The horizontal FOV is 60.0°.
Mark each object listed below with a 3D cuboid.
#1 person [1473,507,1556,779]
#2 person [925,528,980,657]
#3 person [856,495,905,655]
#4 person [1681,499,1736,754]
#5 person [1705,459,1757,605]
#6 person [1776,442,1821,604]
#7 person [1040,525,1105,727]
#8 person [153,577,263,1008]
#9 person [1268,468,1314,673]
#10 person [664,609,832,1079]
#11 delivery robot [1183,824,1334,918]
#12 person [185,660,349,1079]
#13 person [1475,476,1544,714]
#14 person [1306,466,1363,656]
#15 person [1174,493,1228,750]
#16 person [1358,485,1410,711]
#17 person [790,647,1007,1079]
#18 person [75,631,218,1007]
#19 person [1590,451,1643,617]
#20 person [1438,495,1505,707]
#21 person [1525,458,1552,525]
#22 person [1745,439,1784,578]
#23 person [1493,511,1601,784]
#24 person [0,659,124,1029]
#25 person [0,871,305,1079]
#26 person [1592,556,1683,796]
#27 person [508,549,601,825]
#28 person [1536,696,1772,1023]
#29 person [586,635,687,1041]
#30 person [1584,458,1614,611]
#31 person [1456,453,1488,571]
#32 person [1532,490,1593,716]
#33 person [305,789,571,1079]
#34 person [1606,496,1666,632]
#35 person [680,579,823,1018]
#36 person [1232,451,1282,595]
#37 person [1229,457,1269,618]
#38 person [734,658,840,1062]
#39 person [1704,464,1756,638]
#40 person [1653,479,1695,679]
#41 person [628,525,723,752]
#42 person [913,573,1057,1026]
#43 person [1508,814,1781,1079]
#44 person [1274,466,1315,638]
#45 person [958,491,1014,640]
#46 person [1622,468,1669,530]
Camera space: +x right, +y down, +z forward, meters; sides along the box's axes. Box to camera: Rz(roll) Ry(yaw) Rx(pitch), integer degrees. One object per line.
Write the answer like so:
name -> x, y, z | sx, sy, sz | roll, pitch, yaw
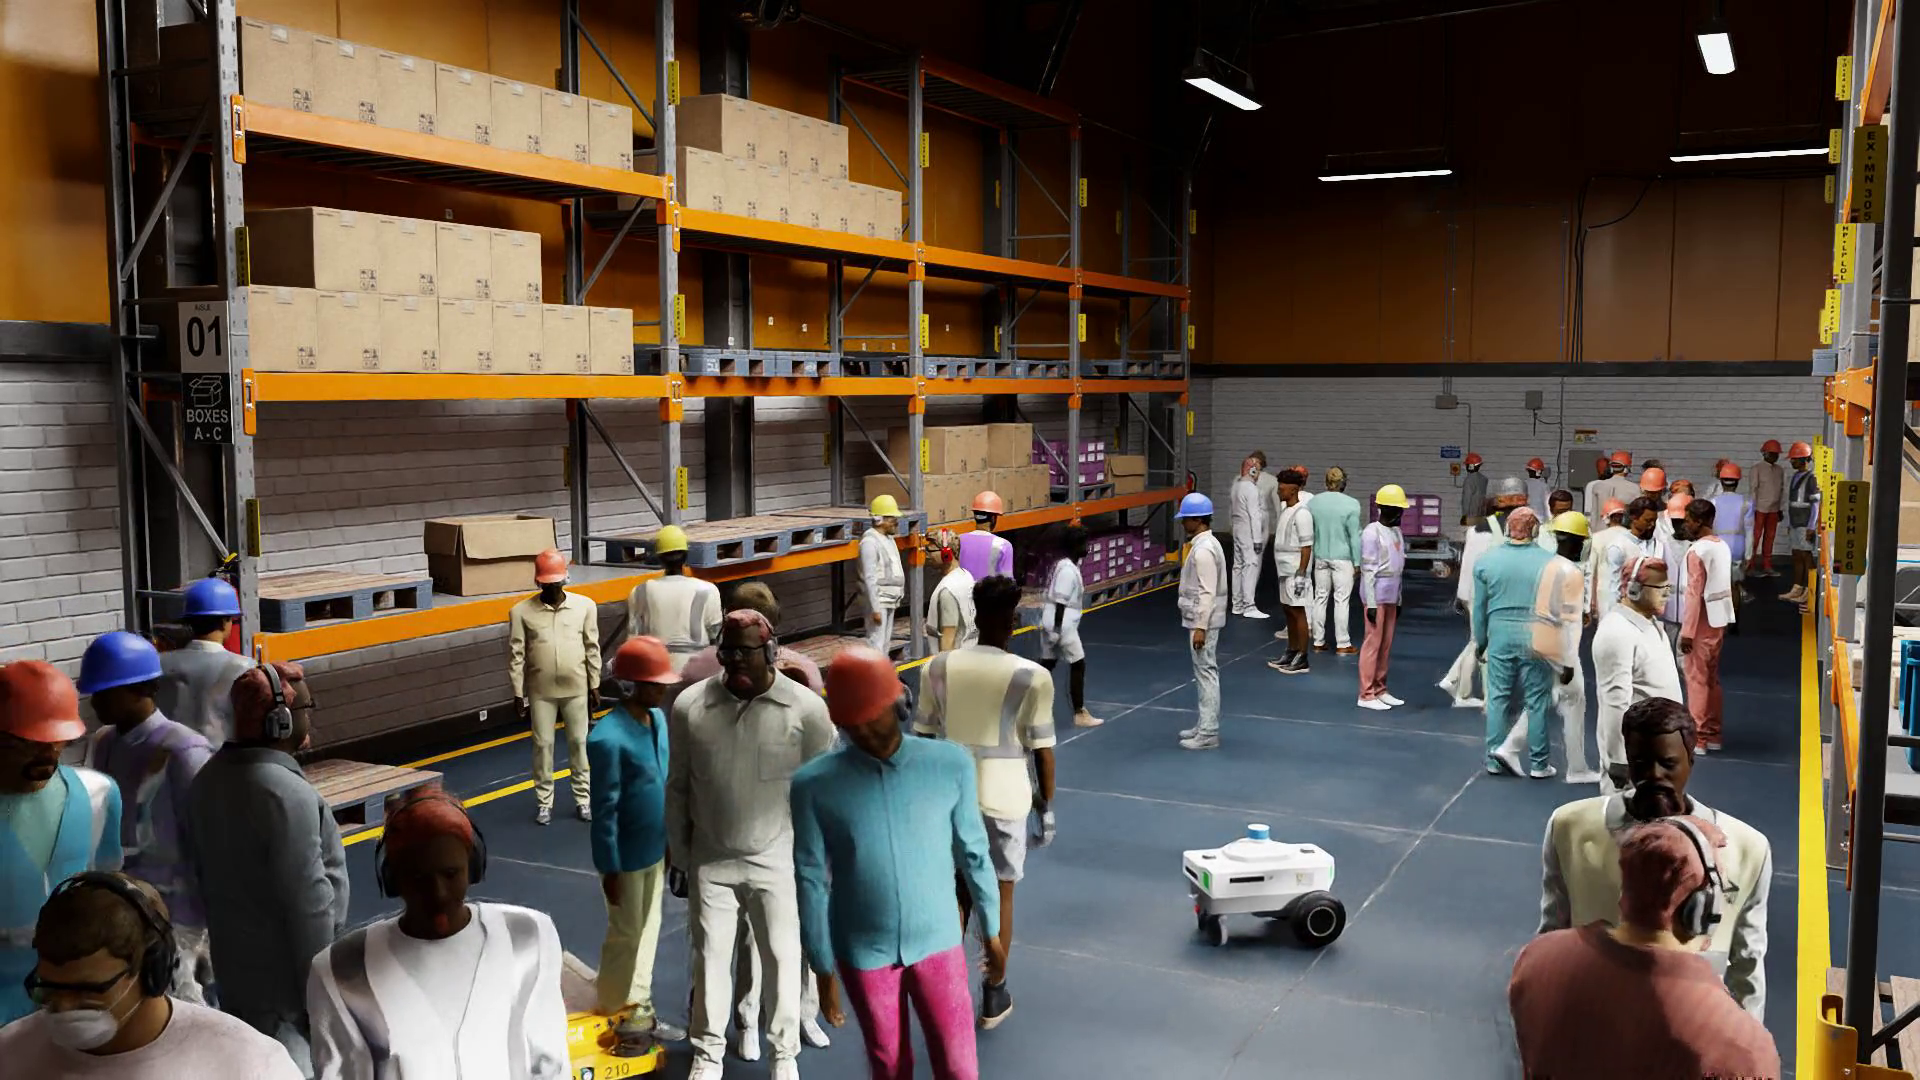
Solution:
person -> 3.932, 0.719, 11.671 | 0.638, 1.906, 0.408 | 3, 6, 29
person -> -0.039, 0.839, 10.760 | 0.394, 1.836, 0.560 | 1, 5, 9
person -> -0.671, 0.525, 14.188 | 0.403, 1.829, 0.594 | 1, 5, 14
person -> 5.563, 0.647, 12.439 | 0.403, 1.910, 0.592 | 5, 7, 42
person -> 9.493, -0.082, 20.700 | 0.930, 1.823, 0.653 | 0, 5, 5
person -> 10.588, -0.210, 20.959 | 0.403, 2.036, 0.609 | 0, 5, 3
person -> 0.722, 0.690, 13.333 | 0.813, 1.650, 0.540 | 0, 5, -2
person -> -3.398, 1.133, 7.335 | 0.631, 1.901, 0.829 | 1, 5, 10
person -> 3.183, 0.291, 15.942 | 0.362, 1.963, 0.614 | -1, 5, -6
person -> -0.814, 1.210, 6.361 | 0.640, 1.910, 0.401 | 0, 5, 3
delivery robot -> 1.474, 1.658, 8.245 | 0.707, 0.478, 0.477 | -1, 5, -12
person -> -2.096, 1.323, 5.153 | 0.638, 1.910, 0.407 | 4, 7, 40
person -> 4.712, 0.431, 14.034 | 0.689, 2.000, 0.951 | 5, 7, 44
person -> 3.809, 0.214, 16.920 | 0.636, 1.939, 0.365 | 5, 7, 41
person -> 1.817, 0.612, 12.594 | 0.408, 1.942, 0.616 | 1, 5, 9
person -> 3.612, 0.486, 14.129 | 0.401, 1.919, 0.582 | 5, 7, 42
person -> -0.170, 1.295, 5.213 | 0.703, 1.951, 0.547 | -1, 5, -13
person -> -2.846, 1.269, 5.653 | 0.642, 1.915, 0.826 | 4, 6, 35
person -> 7.727, -0.052, 19.556 | 0.618, 1.986, 0.408 | 5, 7, 44
person -> 4.427, 0.529, 14.093 | 0.460, 1.829, 0.577 | -1, 5, -8
person -> 7.912, -0.254, 22.934 | 0.327, 1.752, 0.561 | -4, 7, -39
person -> 11.553, -0.447, 23.799 | 0.613, 1.985, 0.412 | -2, 6, -23
person -> 4.087, 0.744, 11.471 | 0.637, 1.903, 0.588 | -1, 5, -13
person -> -2.758, 1.310, 4.845 | 1.005, 1.998, 0.617 | 4, 6, 35
person -> -1.467, 1.516, 2.943 | 0.627, 1.934, 0.370 | 0, 5, 1
person -> 3.396, 1.028, 8.334 | 0.407, 1.904, 0.655 | 4, 6, 34
person -> -2.535, 0.917, 10.433 | 0.569, 1.738, 0.351 | -2, 6, -20
person -> 1.885, 1.371, 4.572 | 0.587, 1.920, 0.395 | 2, 6, 23
person -> -1.297, 1.252, 6.799 | 0.369, 1.740, 0.583 | 1, 6, 15
person -> 7.787, -0.065, 20.277 | 0.360, 1.878, 0.581 | -1, 5, -9
person -> 7.578, -0.411, 24.603 | 0.320, 1.755, 0.563 | 5, 7, 44
person -> 4.891, 0.535, 13.662 | 0.593, 1.910, 0.409 | -1, 5, -6
person -> -1.217, 1.469, 3.887 | 0.572, 1.852, 0.861 | -3, 6, -31
person -> 5.221, 0.608, 12.869 | 0.600, 1.906, 0.413 | -4, 6, -33
person -> -0.915, 1.135, 7.138 | 0.649, 1.917, 0.700 | 1, 5, 8
person -> 3.907, -0.224, 21.956 | 0.650, 1.892, 1.075 | 2, 6, 23
person -> 3.433, -0.027, 19.705 | 0.407, 1.906, 0.638 | -1, 5, -15
person -> -0.728, 1.296, 6.863 | 0.515, 1.641, 0.314 | -2, 6, -23
person -> 8.372, 0.117, 18.197 | 0.548, 1.899, 0.923 | 2, 6, 21
person -> 6.683, 0.375, 15.492 | 0.576, 1.882, 0.355 | 0, 5, -4
person -> -1.778, 0.845, 10.458 | 0.585, 1.877, 0.957 | 1, 5, 7
person -> 0.097, 1.115, 7.224 | 0.683, 1.940, 0.454 | 2, 6, 18
person -> 1.397, 1.500, 3.507 | 0.960, 1.872, 0.654 | -4, 6, -34
person -> 3.656, 0.137, 18.046 | 0.574, 1.883, 0.355 | -5, 7, -42
person -> 0.178, 0.576, 13.118 | 0.550, 1.925, 0.392 | 2, 6, 24
person -> 6.488, 0.309, 15.651 | 0.611, 1.985, 0.393 | 2, 6, 22
